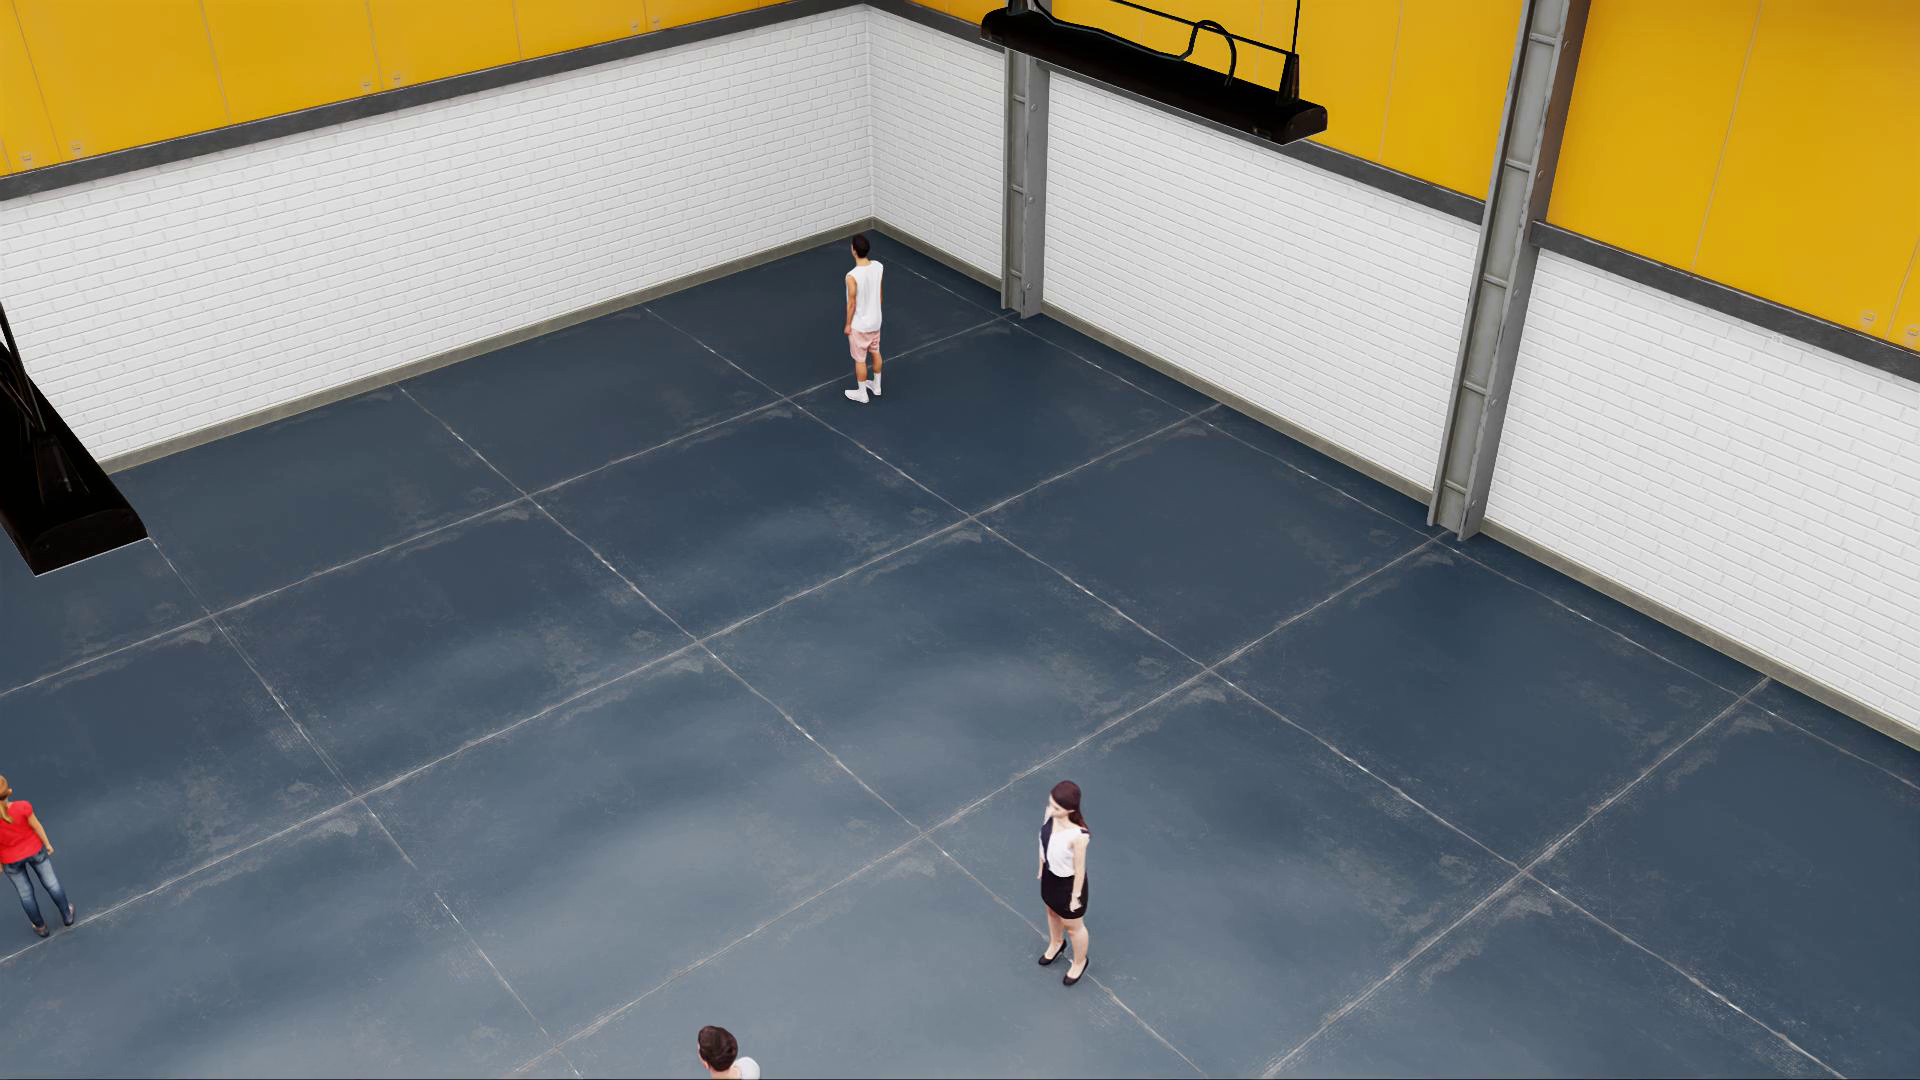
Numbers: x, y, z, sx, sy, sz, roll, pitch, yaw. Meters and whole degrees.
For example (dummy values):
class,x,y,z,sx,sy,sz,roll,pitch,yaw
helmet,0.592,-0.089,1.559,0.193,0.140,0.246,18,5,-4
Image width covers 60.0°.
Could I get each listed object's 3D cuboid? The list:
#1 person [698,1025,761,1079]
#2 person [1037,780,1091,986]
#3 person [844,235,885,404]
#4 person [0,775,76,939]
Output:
class,x,y,z,sx,sy,sz,roll,pitch,yaw
person,-1.195,3.213,8.699,0.633,1.847,0.686,20,38,27
person,0.660,2.149,10.480,0.611,1.646,0.477,-22,40,-30
person,-0.970,-2.256,16.979,0.600,1.789,0.656,28,42,35
person,-6.151,2.085,10.925,0.497,1.260,0.489,-22,39,-29
